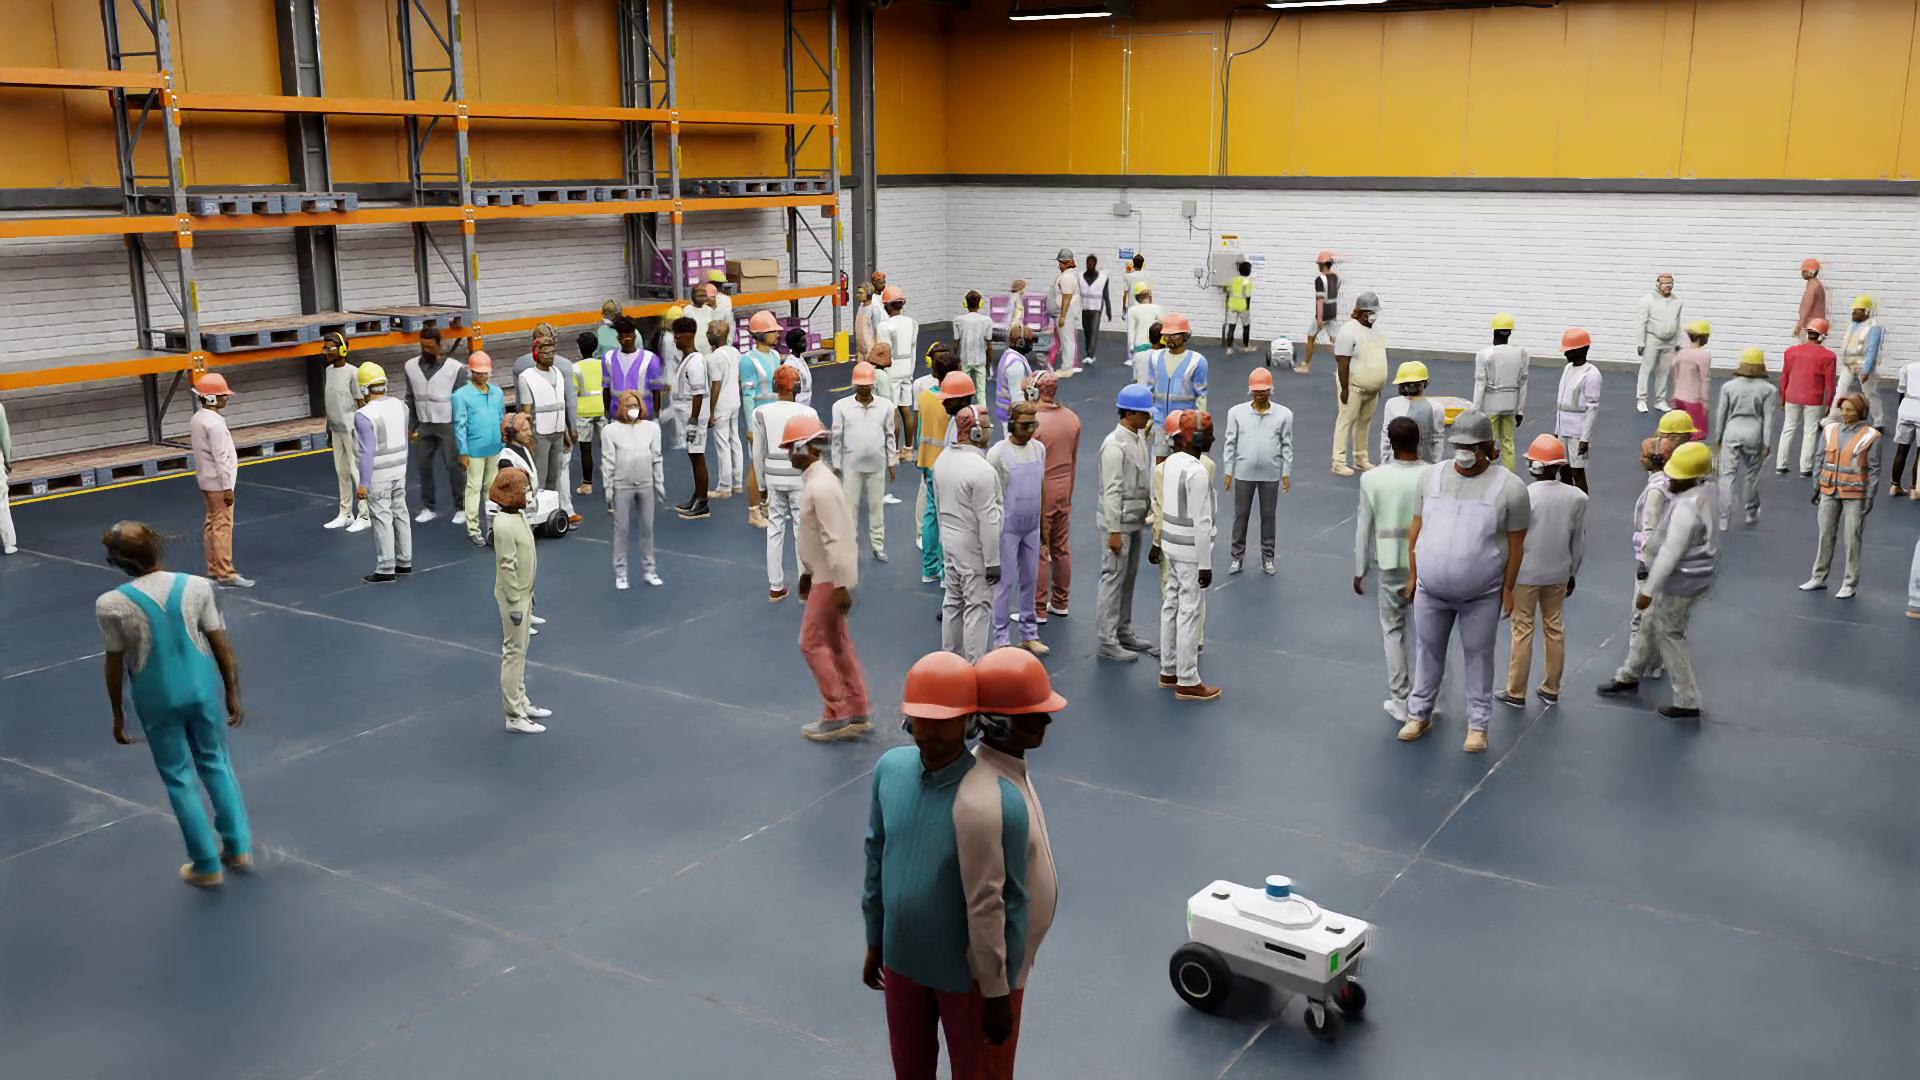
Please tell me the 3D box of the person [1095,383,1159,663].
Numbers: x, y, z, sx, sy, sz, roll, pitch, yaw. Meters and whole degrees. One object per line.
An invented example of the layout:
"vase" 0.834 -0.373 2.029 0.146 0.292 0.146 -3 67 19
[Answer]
"person" 1.158 -0.125 11.581 0.415 1.939 0.610 6 14 24

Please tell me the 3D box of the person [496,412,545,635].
"person" -3.248 -0.128 12.240 0.314 1.639 0.517 0 13 0

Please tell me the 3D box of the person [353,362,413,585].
"person" -4.748 -0.544 13.636 0.403 1.826 0.588 4 14 16

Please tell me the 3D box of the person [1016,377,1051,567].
"person" 0.645 -0.571 14.157 0.315 1.641 0.514 9 16 35

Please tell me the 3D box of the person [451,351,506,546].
"person" -4.314 -0.836 15.065 0.320 1.749 0.561 8 15 31

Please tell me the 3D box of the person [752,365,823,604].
"person" -1.332 -0.432 13.021 0.574 1.886 0.356 4 14 16

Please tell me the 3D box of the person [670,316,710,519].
"person" -2.606 -1.191 16.134 0.366 1.966 0.602 -3 13 -12

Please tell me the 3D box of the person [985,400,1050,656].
"person" 0.402 -0.069 11.563 0.511 1.836 0.357 -10 16 -37

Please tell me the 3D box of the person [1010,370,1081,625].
"person" 0.610 -0.319 12.483 0.407 1.910 0.639 11 17 41

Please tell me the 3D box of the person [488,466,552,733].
"person" -2.692 0.356 10.153 0.283 1.633 0.500 -1 13 -6

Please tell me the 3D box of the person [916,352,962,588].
"person" -0.136 -0.569 13.544 0.374 1.916 0.596 -9 16 -35

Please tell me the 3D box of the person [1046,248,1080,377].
"person" 1.637 -3.624 26.525 0.538 2.000 0.685 3 13 12

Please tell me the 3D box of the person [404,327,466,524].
"person" -4.988 -1.100 15.908 0.621 1.895 0.410 2 13 10

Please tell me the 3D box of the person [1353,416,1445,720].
"person" 2.780 0.176 10.397 0.616 1.887 0.487 1 13 6

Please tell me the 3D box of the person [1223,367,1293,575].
"person" 2.490 -0.573 13.919 0.572 1.750 0.330 2 13 7

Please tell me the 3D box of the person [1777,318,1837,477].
"person" 9.289 -1.558 18.232 0.354 1.738 0.573 -12 18 -43

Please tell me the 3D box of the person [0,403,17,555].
"person" -8.542 -0.647 14.500 0.514 1.636 0.308 -10 16 -36

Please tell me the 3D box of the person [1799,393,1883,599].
"person" 7.035 -0.357 13.240 0.307 1.636 0.525 -8 15 -30

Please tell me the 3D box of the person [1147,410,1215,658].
"person" 1.516 -0.035 11.593 0.573 1.747 0.337 -11 17 -40

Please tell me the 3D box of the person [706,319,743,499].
"person" -2.431 -1.335 17.027 0.344 1.845 0.504 6 14 24

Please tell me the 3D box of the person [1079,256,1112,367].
"person" 2.191 -3.858 28.000 0.611 1.837 1.129 5 14 21

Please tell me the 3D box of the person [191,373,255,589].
"person" -6.023 -0.485 13.539 0.335 1.749 0.575 -10 17 -38

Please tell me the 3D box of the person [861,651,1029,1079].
"person" -0.067 1.309 5.225 0.611 1.998 0.375 10 16 36

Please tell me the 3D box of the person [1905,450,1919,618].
"person" 7.472 -0.387 12.614 0.400 1.990 0.617 8 15 30

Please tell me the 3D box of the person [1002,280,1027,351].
"person" 0.874 -3.213 25.708 0.621 1.595 0.575 1 13 6

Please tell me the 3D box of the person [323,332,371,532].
"person" -5.774 -1.012 15.569 0.510 1.872 0.329 8 15 31

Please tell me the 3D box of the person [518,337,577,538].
"person" -3.838 -0.960 15.394 0.380 1.845 0.570 6 14 24

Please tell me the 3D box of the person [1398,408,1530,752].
"person" 2.937 0.236 9.783 0.672 2.000 0.536 8 15 31

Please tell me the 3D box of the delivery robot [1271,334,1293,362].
"delivery robot" 5.348 -3.170 27.607 0.477 0.478 0.707 2 13 10

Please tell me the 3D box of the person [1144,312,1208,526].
"person" 2.006 -1.115 15.635 0.605 2.045 0.383 8 15 30

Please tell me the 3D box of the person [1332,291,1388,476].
"person" 4.434 -1.732 18.319 0.687 2.000 0.537 -10 16 -36

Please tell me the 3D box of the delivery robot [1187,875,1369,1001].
"delivery robot" 1.299 1.620 6.829 0.707 0.478 0.477 10 16 36

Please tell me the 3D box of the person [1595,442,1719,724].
"person" 4.362 0.239 10.343 0.685 1.771 0.658 8 15 32

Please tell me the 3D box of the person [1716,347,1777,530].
"person" 7.437 -0.970 15.750 0.500 1.704 0.815 8 15 32

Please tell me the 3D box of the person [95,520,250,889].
"person" -3.738 0.787 7.901 0.561 1.812 0.435 -12 18 -43

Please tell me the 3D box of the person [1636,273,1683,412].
"person" 9.610 -2.707 22.839 0.651 1.907 0.409 -2 13 -10

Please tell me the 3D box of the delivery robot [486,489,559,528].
"delivery robot" -3.981 -0.295 15.134 0.477 0.478 0.707 6 14 24

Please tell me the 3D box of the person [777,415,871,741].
"person" -0.817 0.221 10.058 0.573 1.943 0.649 -1 13 -4

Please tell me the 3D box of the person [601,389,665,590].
"person" -2.651 -0.417 13.509 0.503 1.632 0.269 -7 15 -27
